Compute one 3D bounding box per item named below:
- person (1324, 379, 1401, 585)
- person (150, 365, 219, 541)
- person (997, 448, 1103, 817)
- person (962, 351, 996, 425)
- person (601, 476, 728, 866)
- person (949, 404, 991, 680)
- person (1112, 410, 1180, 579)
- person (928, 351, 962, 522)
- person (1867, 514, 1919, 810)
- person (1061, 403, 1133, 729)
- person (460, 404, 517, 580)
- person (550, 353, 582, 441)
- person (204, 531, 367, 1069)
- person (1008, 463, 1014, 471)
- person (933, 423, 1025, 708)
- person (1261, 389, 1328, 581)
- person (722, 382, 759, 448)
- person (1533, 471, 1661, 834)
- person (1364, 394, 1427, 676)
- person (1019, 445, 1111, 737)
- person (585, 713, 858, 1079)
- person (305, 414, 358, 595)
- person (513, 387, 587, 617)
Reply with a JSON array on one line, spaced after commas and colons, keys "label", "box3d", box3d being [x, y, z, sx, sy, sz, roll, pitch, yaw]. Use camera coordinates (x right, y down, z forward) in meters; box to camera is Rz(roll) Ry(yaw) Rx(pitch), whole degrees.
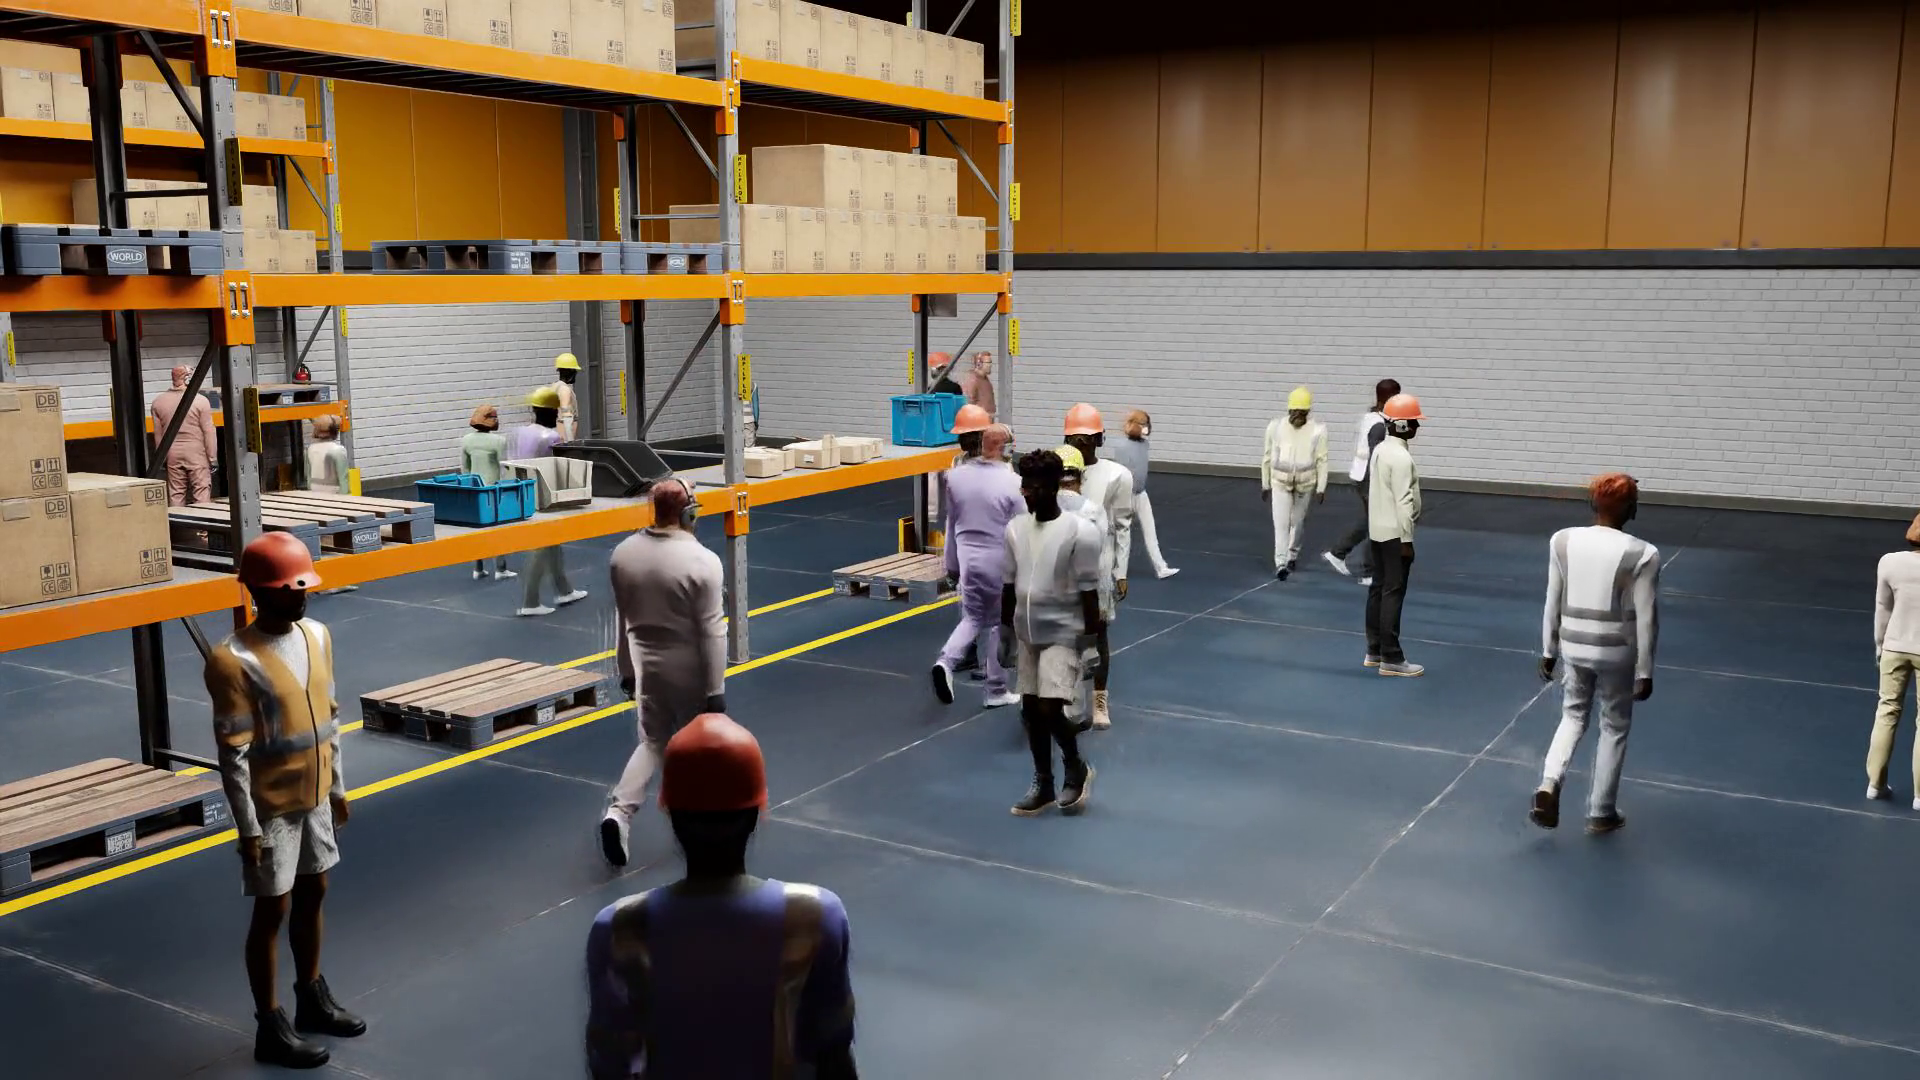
[{"label": "person", "box3d": [3.711, -0.528, 15.183, 0.558, 1.895, 0.632, 1, 9, 7]}, {"label": "person", "box3d": [-7.977, -0.858, 17.219, 0.636, 1.902, 0.406, 1, 9, 4]}, {"label": "person", "box3d": [0.442, 0.492, 8.635, 0.629, 1.945, 0.423, 9, 13, 43]}, {"label": "person", "box3d": [0.289, -1.376, 20.462, 0.462, 1.889, 0.677, 3, 10, 18]}, {"label": "person", "box3d": [-1.396, 0.634, 7.955, 0.653, 1.881, 0.737, 5, 10, 26]}, {"label": "person", "box3d": [0.099, 0.013, 11.667, 0.377, 1.932, 0.552, -9, 12, -43]}, {"label": "person", "box3d": [1.623, -0.422, 15.489, 0.501, 1.576, 0.909, -9, 13, -43]}, {"label": "person", "box3d": [-0.162, -1.156, 18.864, 0.712, 1.973, 0.621, 8, 12, 42]}, {"label": "person", "box3d": [5.106, 0.620, 8.843, 0.282, 1.626, 0.497, -7, 11, -36]}, {"label": "person", "box3d": [0.762, 0.168, 10.368, 0.608, 2.044, 0.371, 1, 9, 9]}, {"label": "person", "box3d": [-4.395, -0.444, 15.461, 0.501, 1.631, 0.287, 3, 10, 17]}, {"label": "person", "box3d": [-4.543, -1.191, 19.214, 0.374, 1.922, 0.594, -4, 10, -25]}, {"label": "person", "box3d": [-2.413, 0.924, 5.994, 0.380, 1.935, 0.543, 3, 10, 18]}, {"label": "person", "box3d": [0.219, -0.083, 13.186, 0.513, 1.641, 0.307, 4, 10, 25]}, {"label": "person", "box3d": [0.151, 0.192, 10.717, 0.670, 1.882, 0.631, 7, 11, 37]}, {"label": "person", "box3d": [3.116, -0.521, 15.504, 0.602, 1.764, 0.968, 1, 9, 9]}, {"label": "person", "box3d": [-2.971, -1.582, 22.549, 0.514, 1.639, 0.310, -3, 10, -19]}, {"label": "person", "box3d": [3.169, 0.586, 8.305, 0.597, 1.865, 0.591, -9, 12, -43]}, {"label": "person", "box3d": [3.089, -0.039, 11.810, 0.376, 1.995, 0.608, -1, 9, -5]}, {"label": "person", "box3d": [0.626, 0.329, 10.097, 0.618, 1.805, 0.491, 5, 10, 28]}, {"label": "person", "box3d": [-0.496, 1.316, 3.583, 0.559, 1.914, 0.603, 0, 9, -3]}, {"label": "person", "box3d": [-5.574, -0.295, 14.564, 0.530, 1.618, 0.551, 6, 11, 34]}, {"label": "person", "box3d": [-3.392, -0.330, 13.944, 0.604, 1.893, 0.867, 8, 12, 42]}]
